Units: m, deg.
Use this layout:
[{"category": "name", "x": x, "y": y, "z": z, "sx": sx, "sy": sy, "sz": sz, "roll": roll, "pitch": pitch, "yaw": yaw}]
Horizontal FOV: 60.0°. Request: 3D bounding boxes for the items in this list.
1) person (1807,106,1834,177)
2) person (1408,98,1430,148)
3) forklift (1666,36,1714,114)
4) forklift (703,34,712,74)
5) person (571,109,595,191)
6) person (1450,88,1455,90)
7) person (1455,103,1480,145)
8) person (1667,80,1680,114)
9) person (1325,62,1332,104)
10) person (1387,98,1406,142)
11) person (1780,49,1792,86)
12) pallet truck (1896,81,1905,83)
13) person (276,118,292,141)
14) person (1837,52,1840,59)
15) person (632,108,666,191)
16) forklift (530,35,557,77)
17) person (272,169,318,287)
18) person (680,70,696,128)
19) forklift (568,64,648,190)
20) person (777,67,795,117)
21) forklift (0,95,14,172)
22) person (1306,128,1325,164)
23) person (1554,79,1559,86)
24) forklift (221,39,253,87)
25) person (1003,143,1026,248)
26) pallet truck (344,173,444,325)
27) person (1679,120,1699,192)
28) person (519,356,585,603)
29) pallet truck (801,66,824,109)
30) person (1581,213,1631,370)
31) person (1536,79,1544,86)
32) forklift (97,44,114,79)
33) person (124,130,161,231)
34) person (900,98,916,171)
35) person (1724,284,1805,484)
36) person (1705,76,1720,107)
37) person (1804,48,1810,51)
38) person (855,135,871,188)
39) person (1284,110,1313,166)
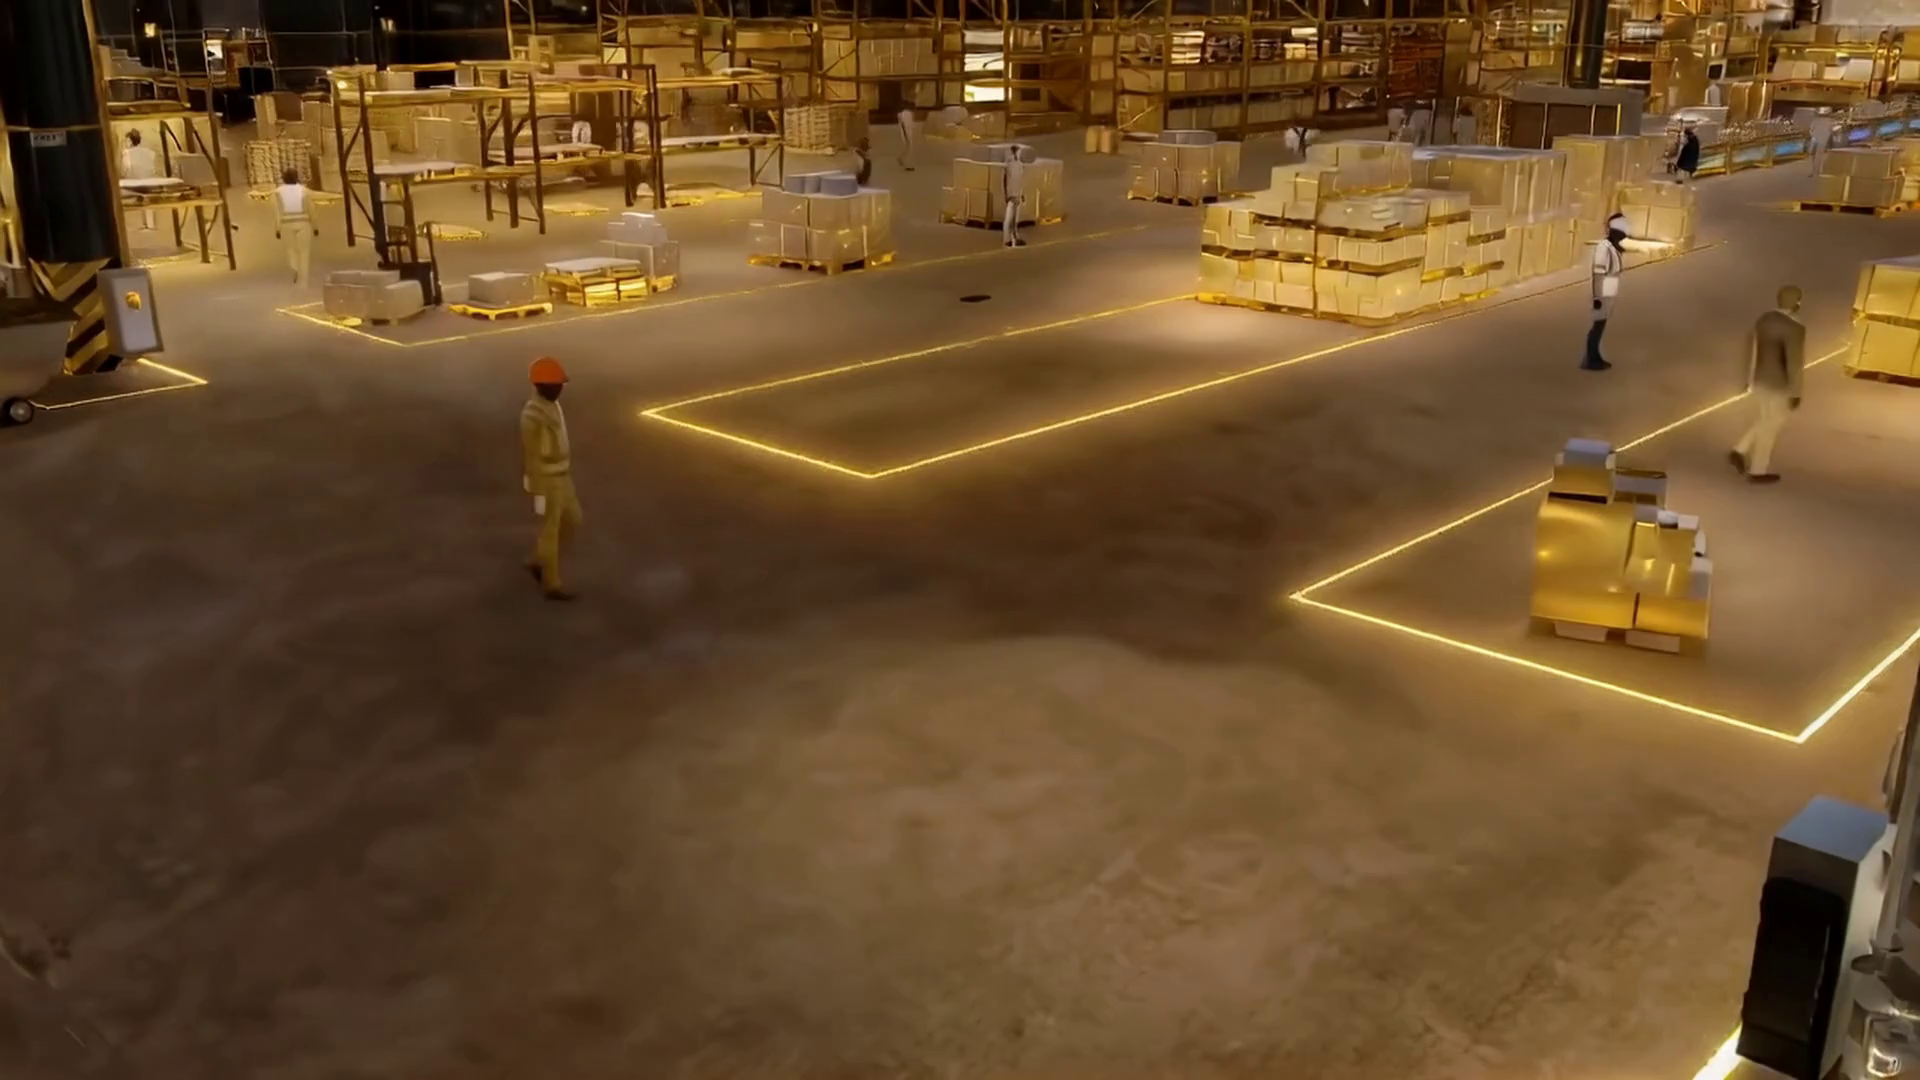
[{"category": "person", "x": 21.386, "y": -9.915, "z": 41.444, "sx": 0.802, "sy": 1.731, "sz": 0.540, "roll": -17, "pitch": 25, "yaw": -41}, {"category": "person", "x": 12.261, "y": -10.899, "z": 44.415, "sx": 0.532, "sy": 1.735, "sz": 0.846, "roll": -2, "pitch": 18, "yaw": -5}, {"category": "forklift", "x": 27.341, "y": -17.291, "z": 61.877, "sx": 1.129, "sy": 2.768, "sz": 1.873, "roll": 17, "pitch": 25, "yaw": 41}, {"category": "forklift", "x": -9.793, "y": -18.352, "z": 65.073, "sx": 1.873, "sy": 2.768, "sz": 1.129, "roll": -10, "pitch": 21, "yaw": -28}, {"category": "person", "x": -8.725, "y": -9.080, "z": 38.723, "sx": 0.591, "sy": 1.860, "sz": 0.668, "roll": 15, "pitch": 23, "yaw": 37}, {"category": "person", "x": 22.997, "y": -22.001, "z": 77.539, "sx": 0.372, "sy": 1.940, "sz": 0.630, "roll": 7, "pitch": 19, "yaw": 19}, {"category": "person", "x": 12.104, "y": -9.427, "z": 39.679, "sx": 0.650, "sy": 1.923, "sz": 0.439, "roll": -3, "pitch": 19, "yaw": -8}, {"category": "person", "x": 23.884, "y": -14.544, "z": 55.577, "sx": 0.565, "sy": 1.613, "sz": 0.520, "roll": 17, "pitch": 25, "yaw": 41}, {"category": "person", "x": 15.068, "y": -18.536, "z": 67.485, "sx": 0.556, "sy": 1.679, "sz": 0.457, "roll": -15, "pitch": 24, "yaw": -39}, {"category": "person", "x": 11.983, "y": -11.275, "z": 45.640, "sx": 0.534, "sy": 1.672, "sz": 0.746, "roll": 13, "pitch": 22, "yaw": 34}, {"category": "person", "x": 40.065, "y": -22.891, "z": 80.491, "sx": 0.320, "sy": 1.769, "sz": 0.523, "roll": -10, "pitch": 21, "yaw": -28}, {"category": "pallet truck", "x": 34.802, "y": -16.331, "z": 61.455, "sx": 0.653, "sy": 1.274, "sz": 1.630, "roll": 17, "pitch": 25, "yaw": 41}, {"category": "person", "x": -15.934, "y": -9.100, "z": 39.167, "sx": 0.518, "sy": 1.615, "sz": 0.682, "roll": 17, "pitch": 25, "yaw": 42}, {"category": "person", "x": 41.160, "y": -22.287, "z": 78.312, "sx": 0.397, "sy": 1.992, "sz": 0.621, "roll": 14, "pitch": 23, "yaw": 36}, {"category": "person", "x": -7.344, "y": -9.122, "z": 38.851, "sx": 0.595, "sy": 1.870, "sz": 0.964, "roll": 15, "pitch": 23, "yaw": 37}, {"category": "forklift", "x": -15.770, "y": -17.726, "z": 63.188, "sx": 1.873, "sy": 2.768, "sz": 1.129, "roll": 14, "pitch": 23, "yaw": 35}, {"category": "person", "x": -10.553, "y": -4.982, "z": 26.468, "sx": 0.657, "sy": 1.801, "sz": 0.936, "roll": -6, "pitch": 19, "yaw": -18}, {"category": "person", "x": -9.225, "y": -14.869, "z": 56.101, "sx": 0.474, "sy": 1.903, "sz": 0.629, "roll": 3, "pitch": 19, "yaw": 9}, {"category": "forklift", "x": -8.472, "y": -9.771, "z": 39.220, "sx": 1.129, "sy": 2.768, "sz": 1.873, "roll": 17, "pitch": 25, "yaw": 41}, {"category": "person", "x": -6.353, "y": -16.385, "z": 60.850, "sx": 0.952, "sy": 1.793, "sz": 0.613, "roll": -17, "pitch": 25, "yaw": -41}, {"category": "forklift", "x": -24.286, "y": -10.810, "z": 42.349, "sx": 1.129, "sy": 2.768, "sz": 1.873, "roll": 17, "pitch": 25, "yaw": 41}, {"category": "person", "x": 6.986, "y": -7.081, "z": 32.593, "sx": 0.552, "sy": 1.933, "sz": 0.372, "roll": -5, "pitch": 19, "yaw": -15}, {"category": "person", "x": 19.638, "y": -14.324, "z": 54.817, "sx": 0.549, "sy": 1.662, "sz": 0.712, "roll": 12, "pitch": 22, "yaw": 33}, {"category": "forklift", "x": -25.471, "y": -16.298, "z": 58.885, "sx": 1.873, "sy": 2.768, "sz": 1.129, "roll": 17, "pitch": 25, "yaw": 41}, {"category": "person", "x": 0.994, "y": -6.259, "z": 30.219, "sx": 0.328, "sy": 1.872, "sz": 0.513, "roll": 14, "pitch": 23, "yaw": 36}, {"category": "pallet truck", "x": -8.209, "y": -4.181, "z": 23.757, "sx": 0.823, "sy": 1.965, "sz": 1.885, "roll": 3, "pitch": 19, "yaw": 9}, {"category": "person", "x": 14.779, "y": -7.521, "z": 33.827, "sx": 0.374, "sy": 1.992, "sz": 0.622, "roll": 6, "pitch": 19, "yaw": 17}, {"category": "person", "x": -3.119, "y": -0.448, "z": 12.611, "sx": 0.461, "sy": 1.930, "sz": 0.631, "roll": 2, "pitch": 18, "yaw": 5}, {"category": "pallet truck", "x": -4.812, "y": -15.182, "z": 56.903, "sx": 0.823, "sy": 1.965, "sz": 1.885, "roll": -9, "pitch": 21, "yaw": -26}, {"category": "person", "x": 7.975, "y": -3.063, "z": 20.508, "sx": 0.385, "sy": 1.929, "sz": 0.541, "roll": 14, "pitch": 23, "yaw": 36}, {"category": "person", "x": 18.260, "y": -13.684, "z": 52.708, "sx": 0.588, "sy": 1.799, "sz": 0.880, "roll": 12, "pitch": 22, "yaw": 33}, {"category": "forklift", "x": -27.144, "y": -14.333, "z": 52.966, "sx": 1.873, "sy": 2.768, "sz": 1.129, "roll": -4, "pitch": 19, "yaw": -12}, {"category": "person", "x": -15.912, "y": -6.993, "z": 32.355, "sx": 0.381, "sy": 1.918, "sz": 0.584, "roll": 15, "pitch": 24, "yaw": 38}, {"category": "person", "x": -1.343, "y": -10.416, "z": 42.762, "sx": 0.380, "sy": 1.856, "sz": 0.569, "roll": 7, "pitch": 20, "yaw": 21}, {"category": "person", "x": 7.664, "y": -1.455, "z": 15.655, "sx": 0.470, "sy": 1.921, "sz": 0.636, "roll": -1, "pitch": 18, "yaw": -4}, {"category": "person", "x": 23.699, "y": -13.643, "z": 52.419, "sx": 0.403, "sy": 1.904, "sz": 0.637, "roll": 10, "pitch": 21, "yaw": 29}, {"category": "person", "x": 42.176, "y": -23.730, "z": 82.814, "sx": 0.668, "sy": 1.906, "sz": 0.490, "roll": 0, "pitch": 18, "yaw": 1}, {"category": "person", "x": -1.943, "y": -6.967, "z": 32.425, "sx": 0.615, "sy": 1.825, "sz": 0.526, "roll": 7, "pitch": 19, "yaw": 19}, {"category": "person", "x": 7.310, "y": -8.305, "z": 36.115, "sx": 0.690, "sy": 2.000, "sz": 0.688, "roll": -8, "pitch": 20, "yaw": -22}]
